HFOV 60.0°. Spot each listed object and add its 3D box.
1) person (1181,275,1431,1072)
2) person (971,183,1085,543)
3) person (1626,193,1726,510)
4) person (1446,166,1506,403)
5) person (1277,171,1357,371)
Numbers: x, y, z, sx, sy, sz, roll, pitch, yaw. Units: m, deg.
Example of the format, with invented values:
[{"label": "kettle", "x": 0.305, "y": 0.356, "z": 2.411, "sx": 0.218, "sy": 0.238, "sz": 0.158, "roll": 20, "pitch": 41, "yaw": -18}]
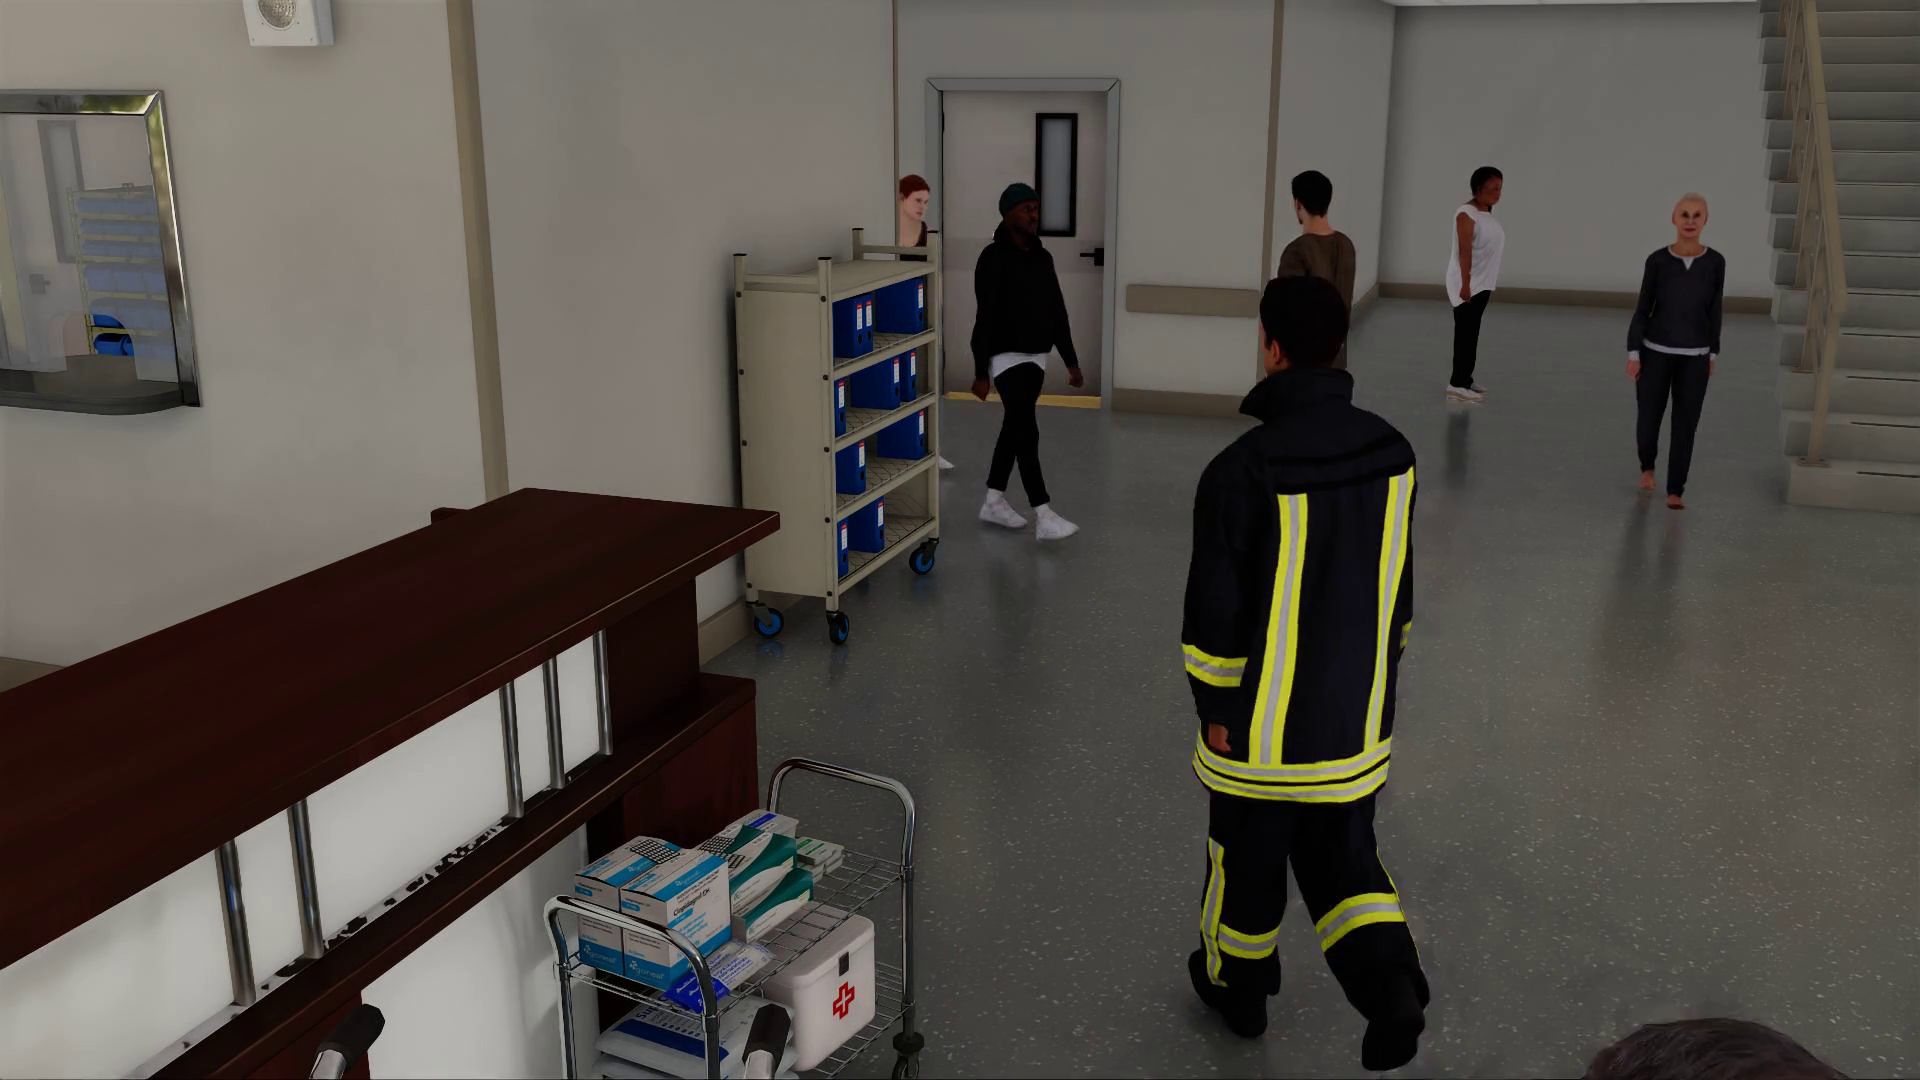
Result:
[{"label": "person", "x": 0.831, "y": 0.359, "z": 3.842, "sx": 1.137, "sy": 1.910, "sz": 1.214, "roll": -6, "pitch": 17, "yaw": -21}, {"label": "person", "x": 0.240, "y": -0.911, "z": 8.567, "sx": 0.982, "sy": 1.789, "sz": 1.080, "roll": 14, "pitch": 21, "yaw": 40}, {"label": "person", "x": 3.941, "y": -1.034, "z": 9.208, "sx": 0.660, "sy": 1.678, "sz": 1.090, "roll": 5, "pitch": 17, "yaw": 17}, {"label": "person", "x": 3.783, "y": -1.892, "z": 12.229, "sx": 0.737, "sy": 1.691, "sz": 0.577, "roll": 8, "pitch": 18, "yaw": 26}, {"label": "person", "x": 1.746, "y": -0.875, "z": 8.260, "sx": 0.685, "sy": 1.886, "sz": 0.802, "roll": -13, "pitch": 20, "yaw": -39}]
